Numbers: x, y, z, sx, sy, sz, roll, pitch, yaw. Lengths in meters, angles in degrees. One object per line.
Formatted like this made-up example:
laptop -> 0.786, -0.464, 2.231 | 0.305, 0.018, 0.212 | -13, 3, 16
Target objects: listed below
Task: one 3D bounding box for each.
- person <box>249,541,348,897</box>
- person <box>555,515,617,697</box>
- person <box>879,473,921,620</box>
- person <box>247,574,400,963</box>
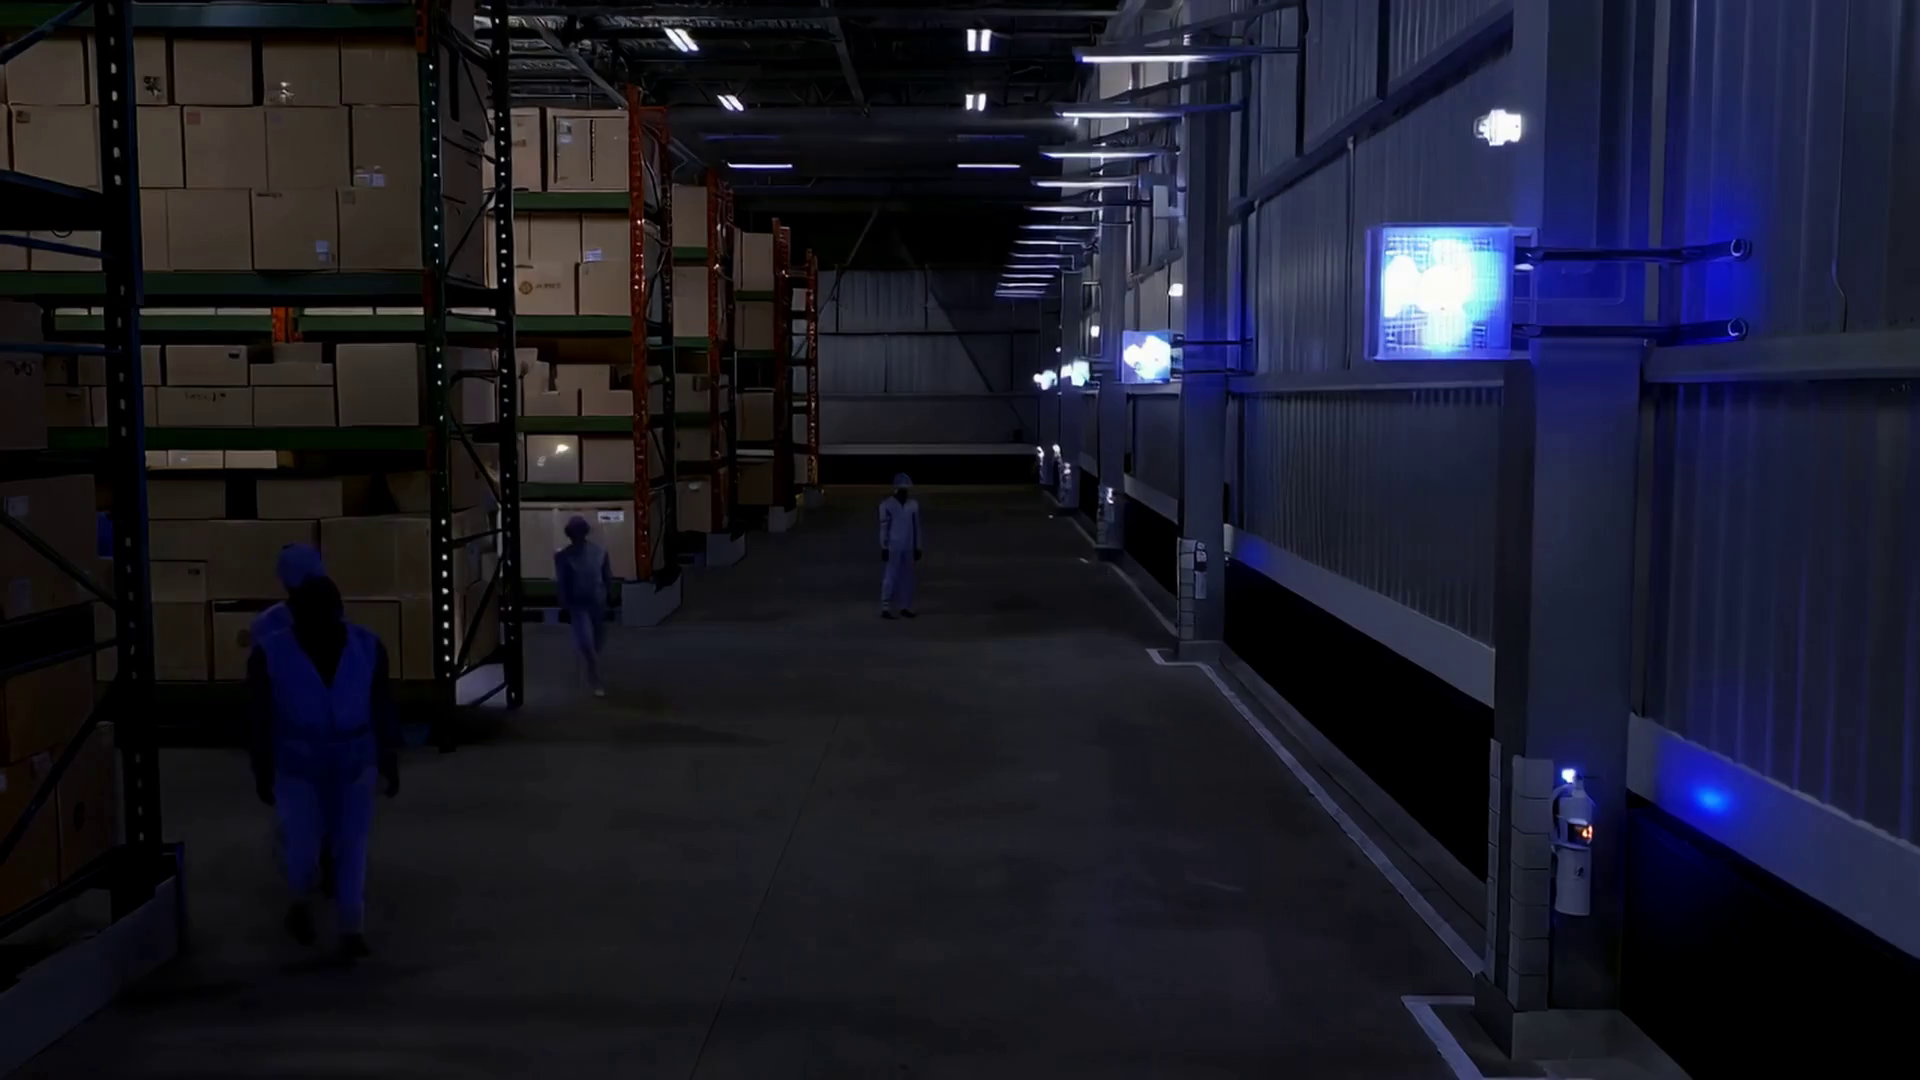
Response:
person -> -3.455, 0.933, 8.727 | 0.649, 1.899, 0.596 | 3, 6, 35
person -> -3.324, 0.565, 14.680 | 0.548, 1.607, 0.584 | -3, 6, -31
person -> -0.689, 0.074, 19.607 | 0.583, 1.743, 0.361 | -4, 6, -36
person -> -2.969, 1.054, 7.771 | 0.641, 1.826, 0.503 | -3, 6, -34
